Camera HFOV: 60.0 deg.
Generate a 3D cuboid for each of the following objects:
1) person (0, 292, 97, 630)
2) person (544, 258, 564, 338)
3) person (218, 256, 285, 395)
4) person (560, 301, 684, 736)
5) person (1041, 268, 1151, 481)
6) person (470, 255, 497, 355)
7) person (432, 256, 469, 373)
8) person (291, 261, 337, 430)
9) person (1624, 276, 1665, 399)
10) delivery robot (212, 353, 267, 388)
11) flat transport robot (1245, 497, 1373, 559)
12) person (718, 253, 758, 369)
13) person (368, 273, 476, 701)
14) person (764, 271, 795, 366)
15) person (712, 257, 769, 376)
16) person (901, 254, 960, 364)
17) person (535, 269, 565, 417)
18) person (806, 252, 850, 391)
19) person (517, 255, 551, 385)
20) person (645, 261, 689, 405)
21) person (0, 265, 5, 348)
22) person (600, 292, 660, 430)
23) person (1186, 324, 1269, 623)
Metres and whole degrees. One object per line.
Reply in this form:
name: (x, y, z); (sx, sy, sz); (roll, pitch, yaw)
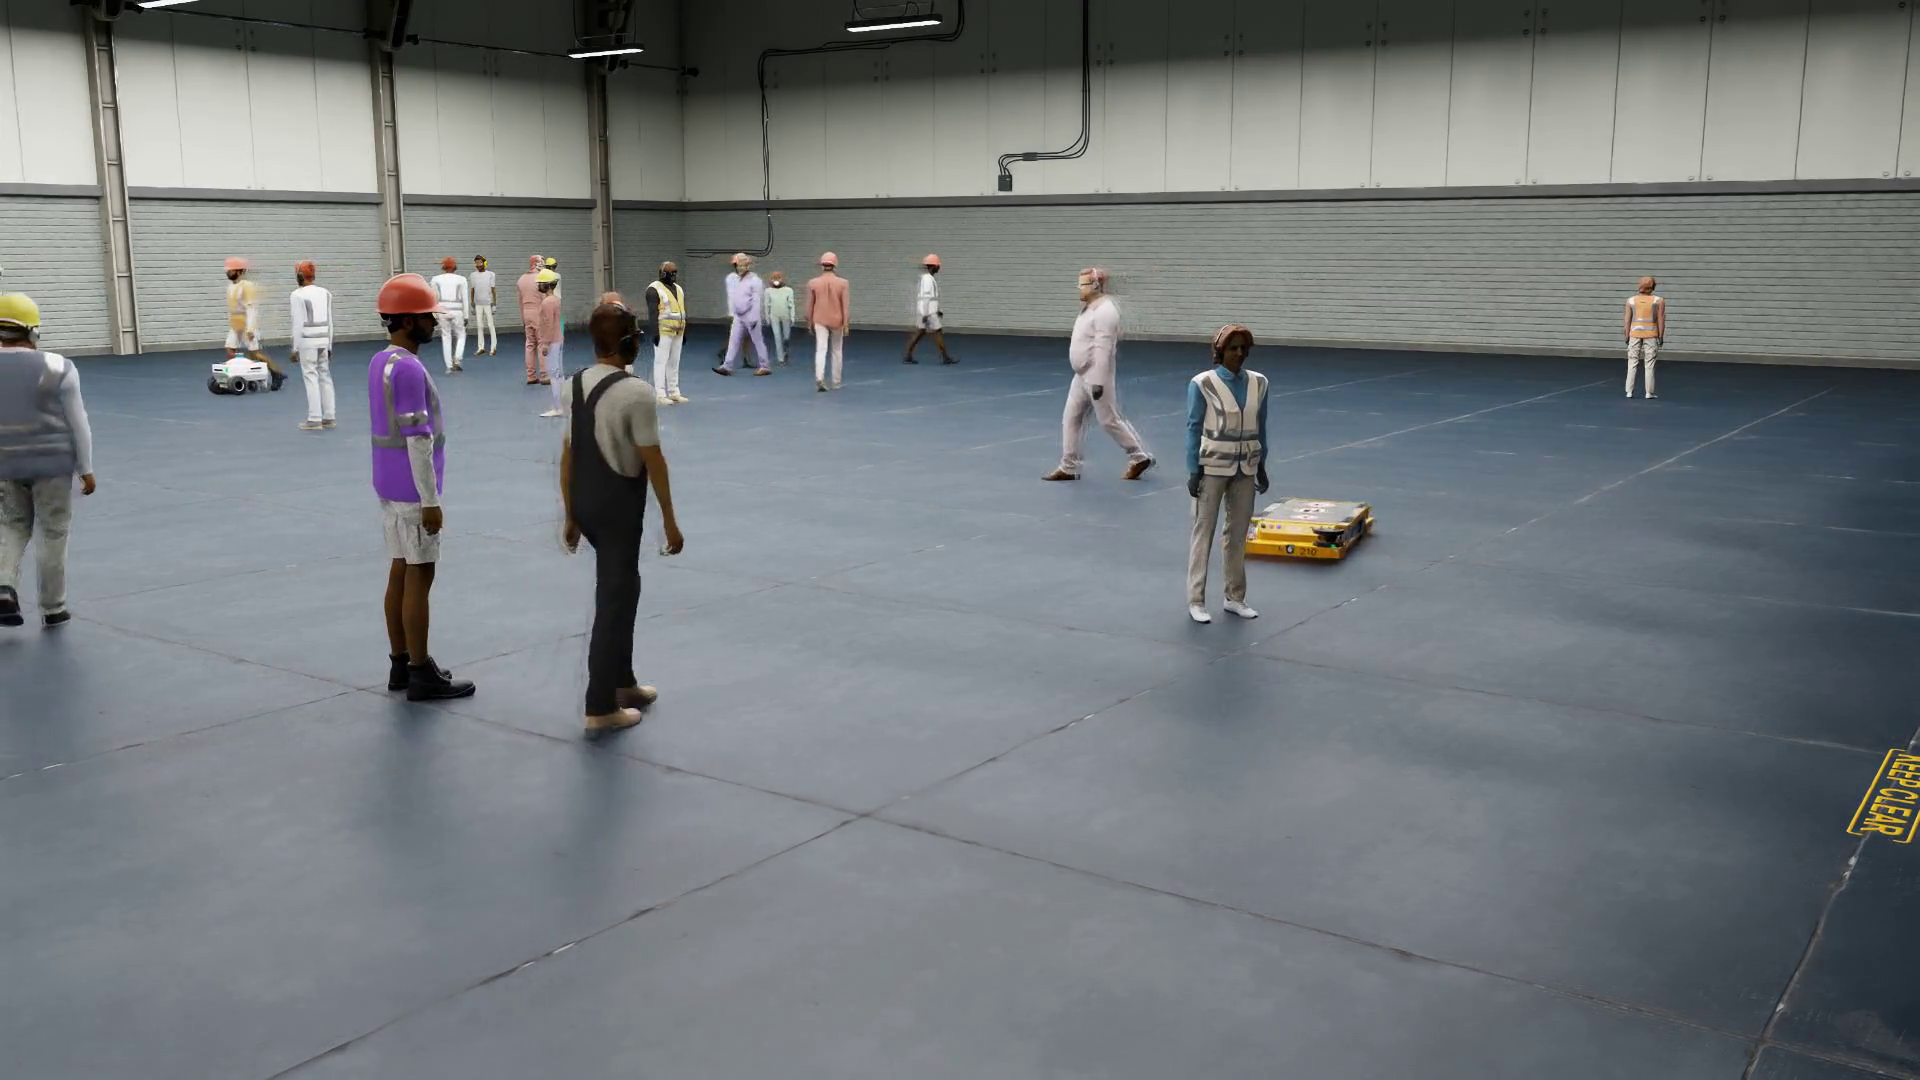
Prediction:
person: (-4.945, -0.400, 8.850); (0.598, 1.817, 0.456); (-2, 10, -10)
person: (-8.617, -5.077, 35.199); (0.326, 1.767, 0.533); (3, 10, 15)
person: (-9.897, -2.980, 23.090); (0.550, 1.907, 0.913); (7, 12, 32)
person: (-1.426, -0.100, 7.150); (0.510, 1.825, 0.690); (8, 13, 39)
person: (1.232, -1.433, 14.507); (0.928, 1.874, 0.649); (-3, 11, -16)
person: (-8.880, -4.371, 30.992); (0.505, 1.860, 0.312); (1, 10, 4)
person: (-8.167, -3.608, 26.693); (0.587, 1.869, 0.418); (-1, 10, -6)
person: (-7.224, -2.167, 18.568); (0.338, 1.882, 0.584); (4, 11, 19)
person: (9.144, -2.700, 22.236); (0.514, 1.641, 0.309); (7, 12, 34)
delivery robot: (-9.958, -2.343, 23.012); (0.477, 0.478, 0.707); (5, 12, 28)
flat transport robot: (2.421, -0.098, 11.496); (0.652, 0.197, 1.431); (4, 11, 22)
person: (-3.665, -3.799, 27.617); (0.601, 1.912, 0.568); (5, 11, 28)
person: (-2.488, -0.238, 7.607); (0.360, 1.939, 0.543); (-7, 12, -34)
person: (-3.063, -3.763, 28.277); (0.519, 1.608, 0.570); (-1, 10, -5)
person: (-3.387, -3.469, 25.941); (0.659, 1.853, 0.998); (9, 14, 42)
person: (-0.542, -3.938, 28.507); (1.013, 1.894, 0.563); (-1, 10, -5)
person: (-4.922, -2.358, 19.971); (0.311, 1.768, 0.533); (0, 10, -1)
person: (-1.868, -3.084, 23.507); (0.624, 1.962, 0.963); (1, 10, 4)
person: (-6.199, -3.232, 24.487); (0.639, 1.902, 0.407); (7, 12, 34)
person: (-3.763, -2.671, 21.519); (0.429, 1.842, 0.626); (6, 12, 29)
person: (-13.372, -2.950, 22.926); (0.876, 1.896, 0.594); (-3, 10, -15)
person: (-3.318, -1.638, 16.364); (0.651, 1.610, 0.500); (-3, 11, -16)
person: (1.470, -0.365, 9.162); (0.523, 1.638, 0.310); (-4, 11, -24)
